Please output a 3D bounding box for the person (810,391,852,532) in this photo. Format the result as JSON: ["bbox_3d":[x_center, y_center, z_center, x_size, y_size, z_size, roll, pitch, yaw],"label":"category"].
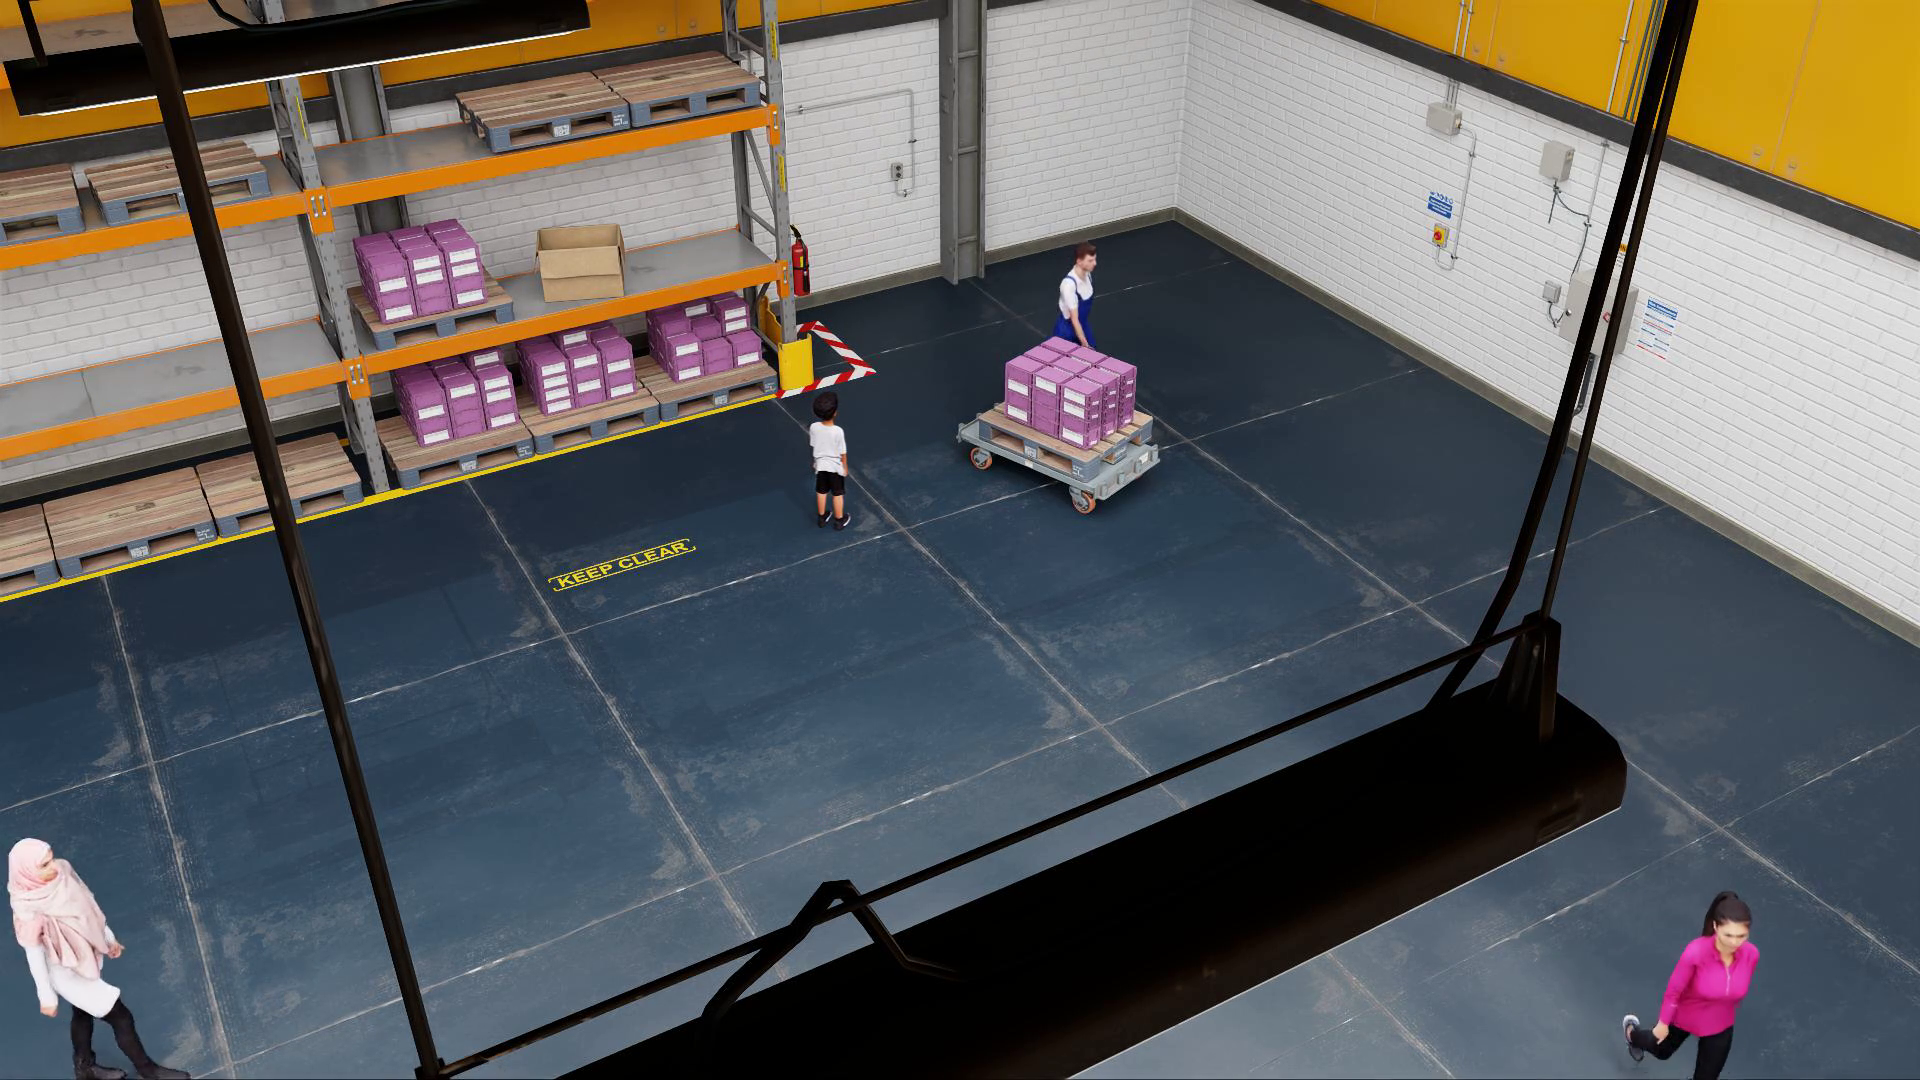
[{"bbox_3d":[-1.088,-0.653,13.883,0.567,1.257,0.614,15,36,21],"label":"person"}]

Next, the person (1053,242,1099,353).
[{"bbox_3d":[0.946,-1.897,15.257,1.010,1.809,1.143,20,39,28],"label":"person"}]

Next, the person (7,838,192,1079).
[{"bbox_3d":[-4.841,2.317,8.940,1.018,1.783,0.890,-2,34,-4],"label":"person"}]

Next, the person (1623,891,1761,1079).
[{"bbox_3d":[3.860,2.467,8.816,1.093,1.671,0.979,-2,34,-3],"label":"person"}]
